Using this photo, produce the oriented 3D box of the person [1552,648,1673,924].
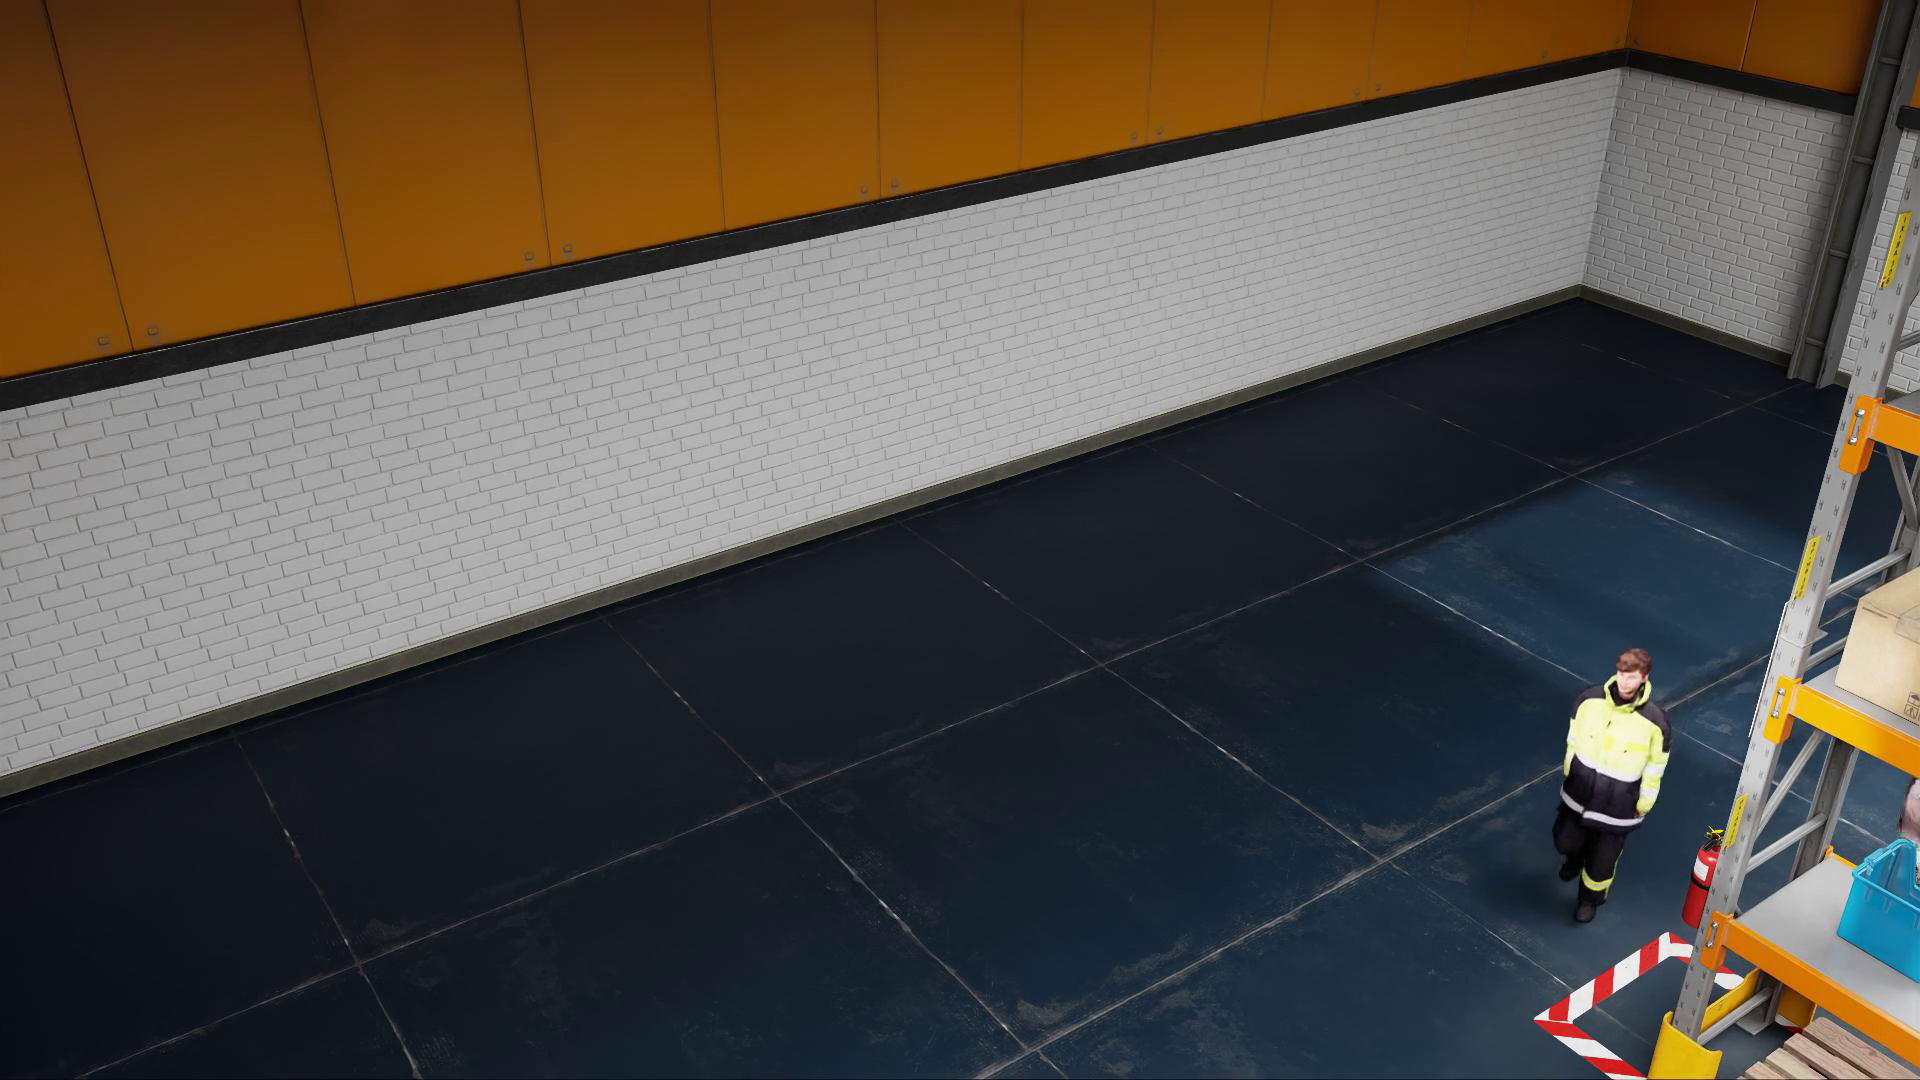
[{"bbox_3d":[4.119,1.497,10.482,0.867,1.964,0.958,19,34,31],"label":"person"}]
